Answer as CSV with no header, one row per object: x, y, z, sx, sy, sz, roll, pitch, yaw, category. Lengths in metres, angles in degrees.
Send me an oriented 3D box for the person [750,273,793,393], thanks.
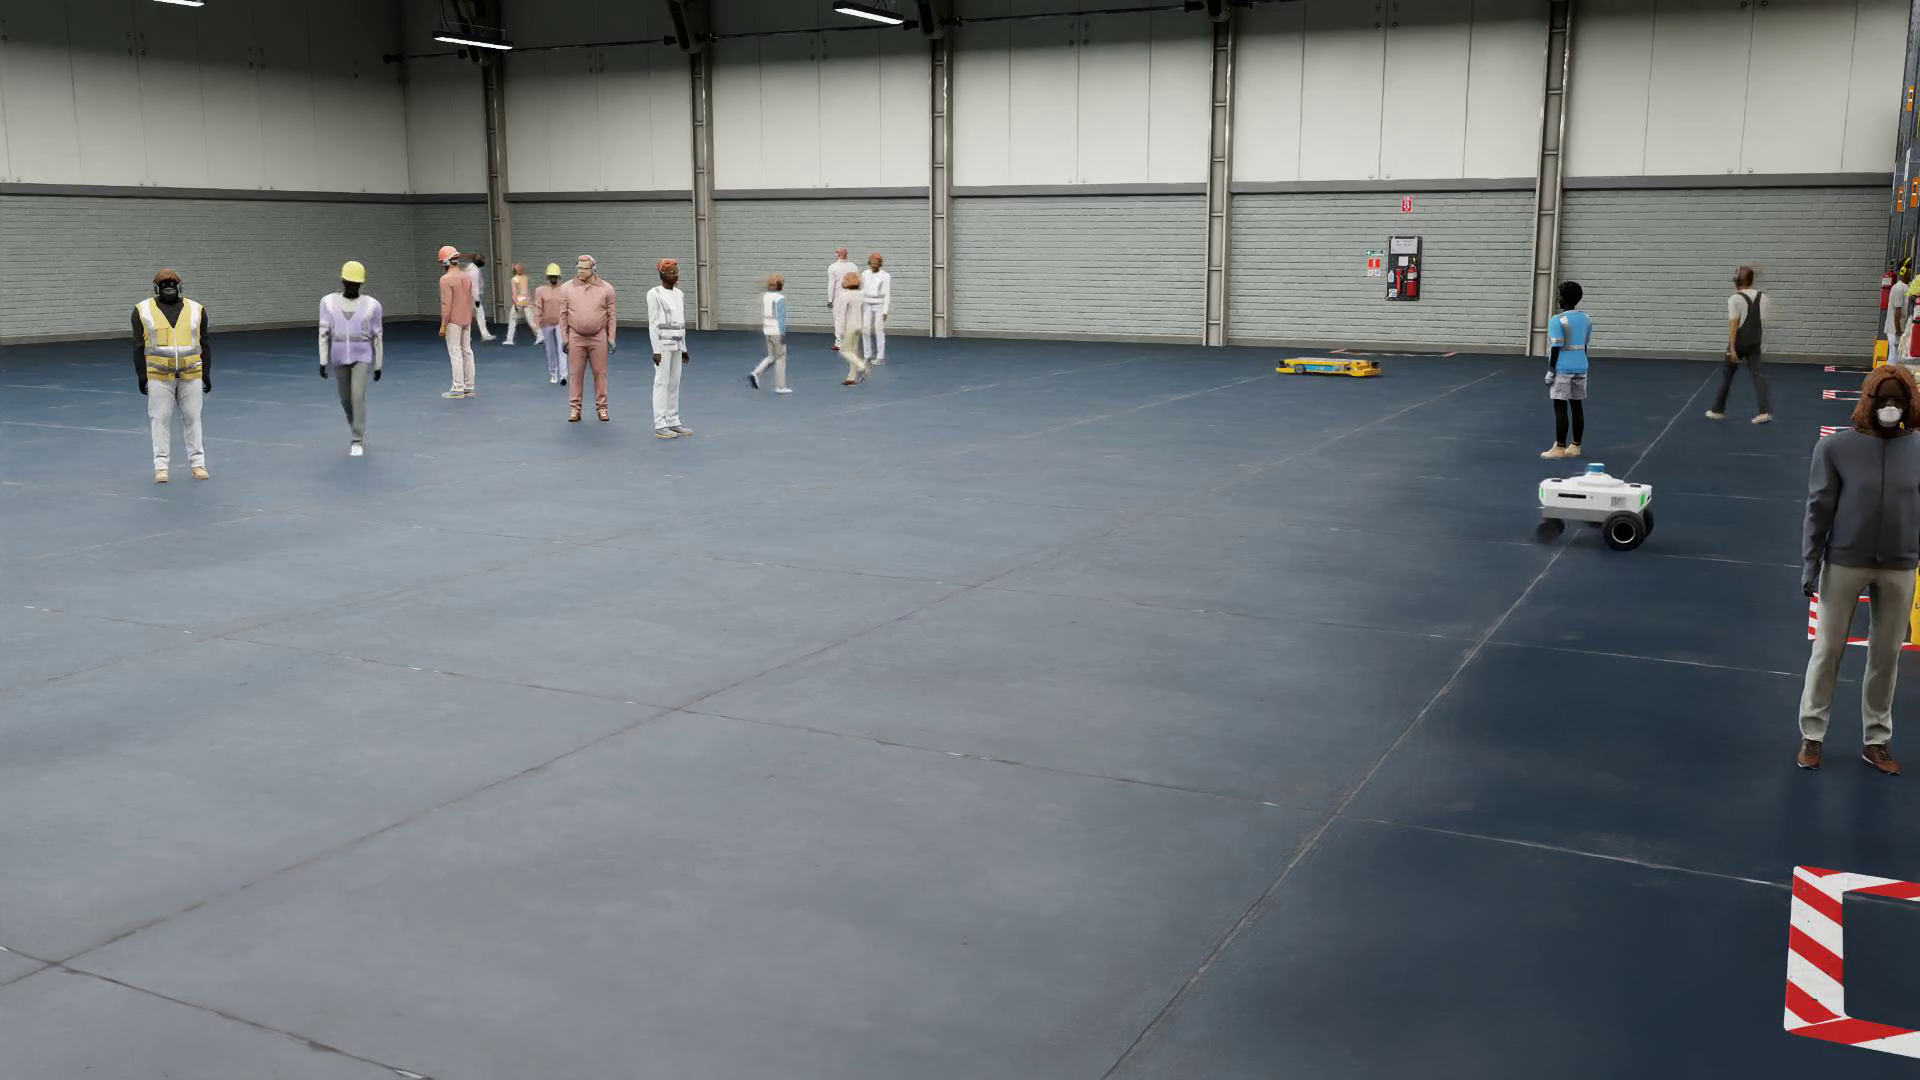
-2.537,-2.772,22.390,0.503,1.622,0.532,-7,13,-35,person

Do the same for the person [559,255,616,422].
-4.269,-2.306,19.087,0.637,1.904,0.403,-2,11,-10,person

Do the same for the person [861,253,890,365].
-1.365,-3.780,27.281,0.613,1.842,0.546,6,12,31,person

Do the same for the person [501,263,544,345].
-8.503,-4.580,32.315,0.854,1.596,0.520,4,11,23,person

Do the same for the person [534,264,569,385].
-5.796,-3.069,23.762,0.529,1.719,0.921,-2,11,-10,person

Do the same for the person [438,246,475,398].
-6.631,-2.852,21.836,0.393,1.985,0.611,3,11,17,person

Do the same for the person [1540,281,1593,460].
5.775,-1.607,15.831,0.533,1.697,0.322,-6,12,-31,person

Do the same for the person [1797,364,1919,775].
3.607,0.120,6.589,0.506,1.632,0.268,3,11,15,person

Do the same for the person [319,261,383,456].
-5.976,-1.800,16.403,0.609,1.885,0.889,-2,11,-9,person

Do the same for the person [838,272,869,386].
-1.499,-2.974,23.498,0.461,1.615,0.514,7,13,34,person

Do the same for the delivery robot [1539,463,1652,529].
4.387,-0.288,11.503,0.707,0.478,0.477,6,12,28,delivery robot

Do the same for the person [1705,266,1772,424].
8.943,-2.215,18.929,0.506,1.795,1.004,-2,11,-8,person

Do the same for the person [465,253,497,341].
-9.737,-4.869,33.421,0.886,1.776,0.656,-2,11,-13,person

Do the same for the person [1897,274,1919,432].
8.137,-1.371,14.258,0.754,1.796,0.630,1,10,6,person

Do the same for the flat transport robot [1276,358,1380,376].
5.639,-2.664,25.489,1.431,0.197,0.652,7,13,34,flat transport robot

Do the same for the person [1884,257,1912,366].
11.344,-2.469,20.085,0.328,1.865,0.517,6,12,29,person

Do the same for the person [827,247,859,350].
-2.200,-4.498,31.028,0.652,1.906,0.403,-7,12,-33,person

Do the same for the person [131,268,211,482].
-6.829,-1.428,14.464,0.626,1.844,0.429,-7,12,-33,person

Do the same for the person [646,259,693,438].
-3.074,-2.024,17.601,0.356,1.883,0.572,5,11,23,person
